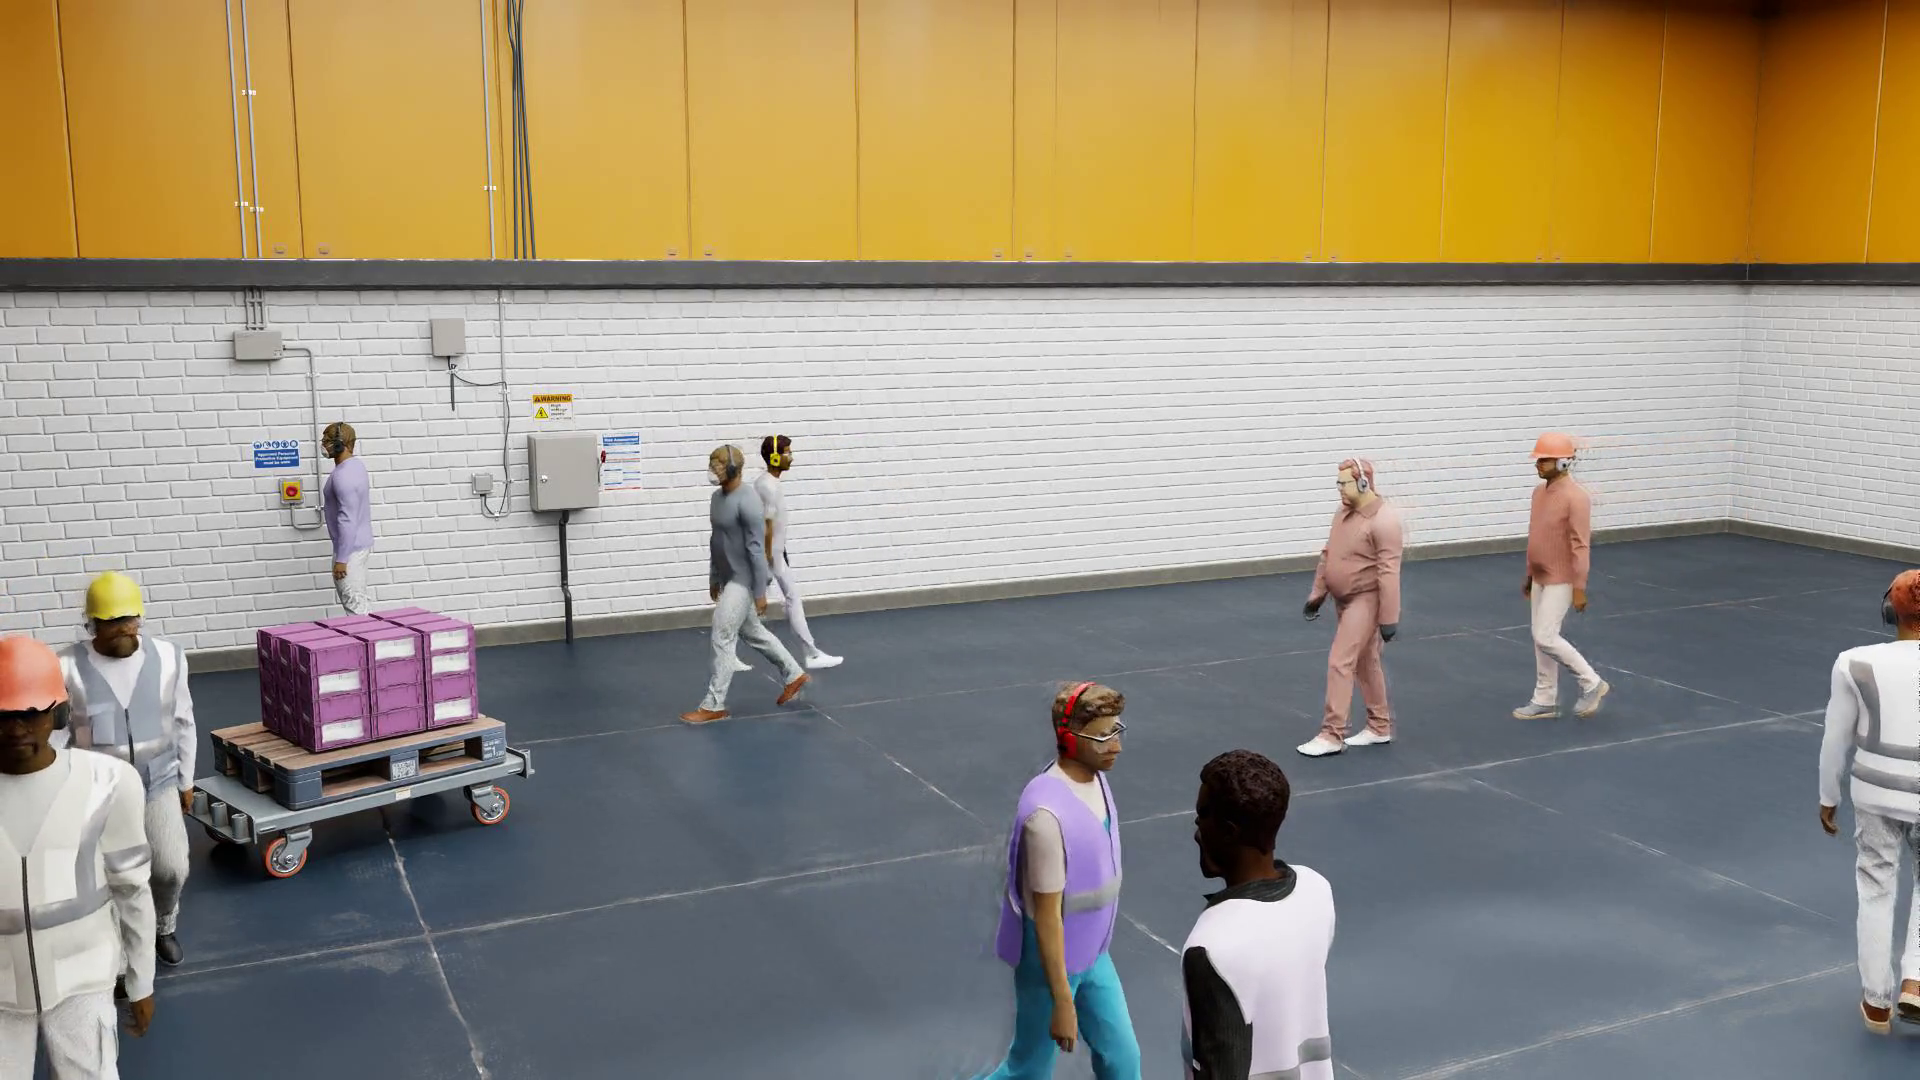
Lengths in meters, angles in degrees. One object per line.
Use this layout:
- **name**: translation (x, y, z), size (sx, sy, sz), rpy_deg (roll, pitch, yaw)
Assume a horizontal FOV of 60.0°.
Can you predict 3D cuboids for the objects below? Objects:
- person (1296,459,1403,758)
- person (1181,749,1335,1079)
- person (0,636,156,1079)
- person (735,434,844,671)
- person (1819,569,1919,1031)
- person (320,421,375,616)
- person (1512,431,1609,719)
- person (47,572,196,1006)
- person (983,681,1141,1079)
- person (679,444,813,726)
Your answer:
- **person**: translation (2.409, 0.421, 10.492), size (0.855, 1.869, 0.644), rpy_deg (-2, 9, -10)
- **person**: translation (0.707, 1.444, 3.988), size (0.375, 1.917, 0.592), rpy_deg (6, 11, 34)
- **person**: translation (-2.645, 1.259, 4.783), size (0.625, 2.033, 0.553), rpy_deg (-5, 10, -26)
- **person**: translation (-1.424, 0.104, 12.625), size (1.006, 1.820, 0.526), rpy_deg (-3, 10, -17)
- **person**: translation (3.755, 1.041, 6.624), size (0.617, 1.870, 0.413), rpy_deg (5, 10, 28)
- **person**: translation (-4.547, 0.086, 12.353), size (0.372, 1.940, 0.632), rpy_deg (-2, 9, -14)
- **person**: translation (4.025, 0.251, 11.184), size (0.519, 1.981, 0.622), rpy_deg (-1, 9, -6)
- **person**: translation (-3.480, 1.025, 6.919), size (0.607, 1.821, 0.416), rpy_deg (-7, 12, -37)
- **person**: translation (0.282, 1.308, 5.228), size (0.928, 1.801, 0.578), rpy_deg (3, 10, 20)
- **person**: translation (-1.441, 0.276, 11.324), size (0.986, 1.905, 0.645), rpy_deg (-5, 10, -29)
